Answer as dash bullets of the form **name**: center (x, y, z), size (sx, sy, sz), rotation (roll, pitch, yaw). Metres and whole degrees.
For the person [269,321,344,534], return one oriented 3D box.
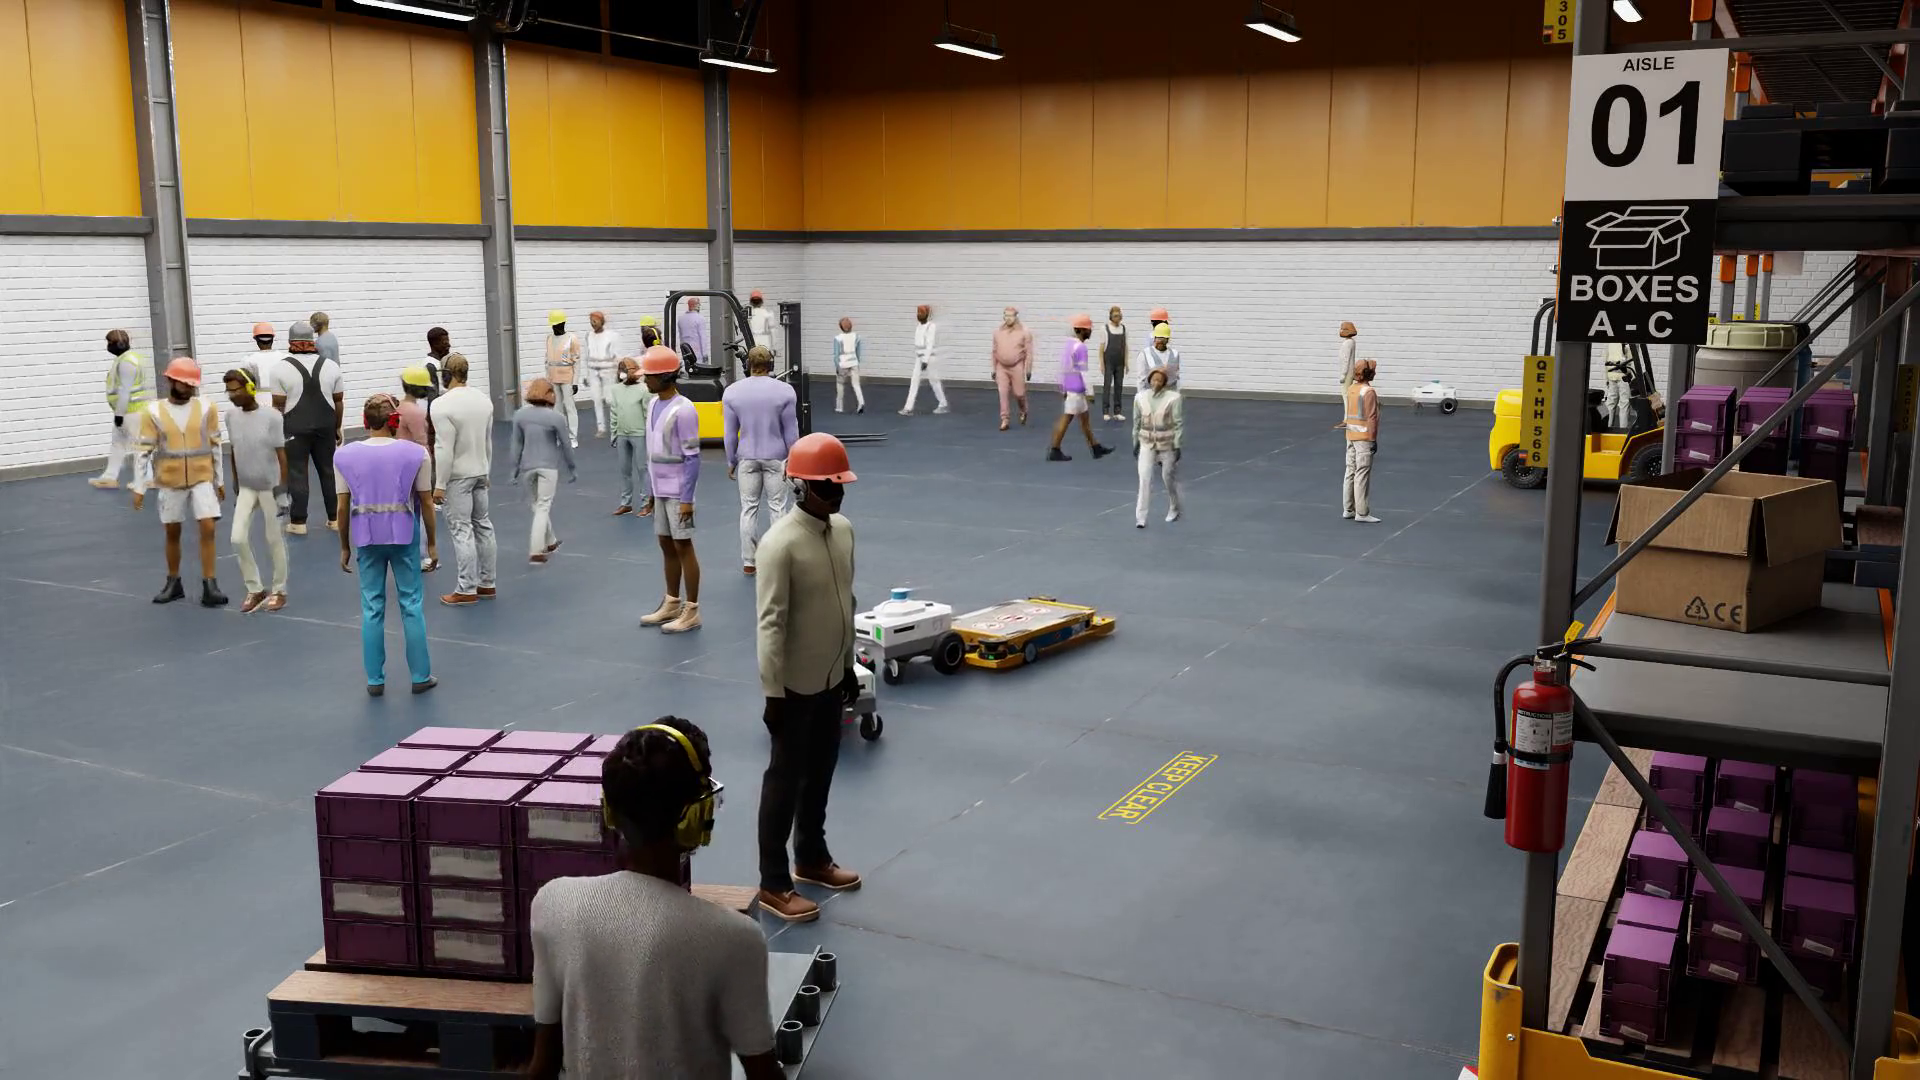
- **person**: center (-6.312, -1.090, 16.040), size (0.688, 2.000, 0.536), rotation (-8, 13, -40)

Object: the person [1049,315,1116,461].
- **person**: center (1.591, -1.960, 21.518), size (0.975, 1.883, 0.568), rotation (-2, 10, -10)

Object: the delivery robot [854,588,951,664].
- **delivery robot**: center (-0.385, 0.552, 10.562), size (0.477, 0.478, 0.707), rotation (9, 13, 42)

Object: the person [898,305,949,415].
- **person**: center (-0.582, -2.989, 27.683), size (0.966, 1.836, 0.581), rotation (-8, 12, -38)

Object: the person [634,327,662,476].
- **person**: center (-3.401, -1.395, 18.379), size (0.570, 1.878, 0.433), rotation (7, 12, 34)

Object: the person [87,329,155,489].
- **person**: center (-9.556, -1.459, 18.801), size (0.741, 1.819, 0.659), rotation (-5, 11, -28)

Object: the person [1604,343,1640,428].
- **person**: center (9.501, -2.333, 23.832), size (0.403, 1.835, 0.586), rotation (-5, 11, -25)

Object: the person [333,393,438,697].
- **person**: center (-3.471, 0.037, 10.089), size (0.569, 1.840, 0.374), rotation (-2, 10, -11)

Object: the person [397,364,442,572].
- **person**: center (-4.616, -0.615, 14.120), size (0.364, 1.753, 0.554), rotation (-5, 11, -28)

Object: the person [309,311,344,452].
- **person**: center (-8.221, -2.001, 21.611), size (0.355, 1.936, 0.635), rotation (-2, 10, -11)

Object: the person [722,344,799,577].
- **person**: center (-1.643, -0.653, 13.806), size (0.628, 1.940, 0.373), rotation (0, 10, 2)

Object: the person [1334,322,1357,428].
- **person**: center (5.955, -2.544, 25.635), size (0.279, 1.633, 0.505), rotation (4, 11, 22)

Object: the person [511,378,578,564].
- **person**: center (-3.612, -0.617, 14.562), size (0.521, 1.592, 0.811), rotation (3, 10, 15)

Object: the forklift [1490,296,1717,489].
- **forklift**: center (7.296, -1.677, 18.993), size (2.313, 2.155, 1.214), rotation (5, 11, 27)

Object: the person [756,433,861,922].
- **person**: center (-0.595, 0.548, 6.756), size (0.427, 1.981, 0.635), rotation (5, 11, 25)

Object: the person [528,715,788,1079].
- **person**: center (-0.550, 1.234, 3.246), size (0.550, 1.815, 0.999), rotation (5, 11, 25)

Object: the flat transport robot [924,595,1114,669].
- **flat transport robot**: center (0.400, 0.610, 11.317), size (0.652, 0.197, 1.431), rotation (7, 12, 36)

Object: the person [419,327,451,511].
- **person**: center (-5.485, -1.269, 17.431), size (0.375, 1.917, 0.592), rotation (-2, 10, -10)

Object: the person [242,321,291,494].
- **person**: center (-7.670, -1.457, 18.493), size (0.542, 1.930, 0.367), rotation (-7, 12, -34)

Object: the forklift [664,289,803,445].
- **forklift**: center (-3.358, -2.392, 23.136), size (2.313, 2.155, 1.214), rotation (-1, 10, -5)

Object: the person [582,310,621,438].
- **person**: center (-5.211, -2.432, 24.313), size (0.588, 1.867, 0.595), rotation (2, 10, 10)

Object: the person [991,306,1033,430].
- **person**: center (0.797, -2.631, 25.407), size (0.651, 1.889, 0.651), rotation (3, 10, 18)

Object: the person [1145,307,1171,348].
- **person**: center (2.722, -2.242, 23.007), size (0.373, 1.939, 0.545), rotation (-1, 10, -5)

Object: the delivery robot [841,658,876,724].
- **delivery robot**: center (-0.735, 0.774, 9.276), size (0.477, 0.478, 0.707), rotation (-4, 11, -24)

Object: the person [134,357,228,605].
- **person**: center (-5.914, -0.425, 12.609), size (0.638, 1.891, 0.766), rotation (-5, 11, -27)

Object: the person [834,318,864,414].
- **person**: center (-1.858, -2.917, 27.859), size (0.506, 1.611, 0.788), rotation (-5, 11, -25)

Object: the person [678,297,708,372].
- **person**: center (-4.686, -3.344, 29.481), size (0.649, 1.906, 0.403), rotation (8, 12, 38)

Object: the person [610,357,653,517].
- **person**: center (-3.356, -1.051, 16.991), size (0.509, 1.632, 0.268), rotation (5, 11, 25)

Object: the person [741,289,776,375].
- **person**: center (-3.669, -3.538, 30.257), size (0.640, 2.027, 0.667), rotation (-1, 10, -6)

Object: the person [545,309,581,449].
- **person**: center (-5.470, -2.200, 22.821), size (0.584, 1.918, 0.376), rotation (5, 11, 27)

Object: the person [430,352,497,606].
- **person**: center (-3.794, -0.461, 12.697), size (0.366, 1.938, 0.630), rotation (4, 11, 21)

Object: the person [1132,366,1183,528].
- **person**: center (1.961, -0.928, 16.408), size (0.559, 1.591, 0.870), rotation (4, 11, 23)

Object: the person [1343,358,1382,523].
- **person**: center (4.022, -0.996, 16.655), size (0.307, 1.641, 0.512), rotation (-3, 10, -14)

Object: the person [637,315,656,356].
- **person**: center (-4.663, -2.493, 24.963), size (0.326, 1.766, 0.536), rotation (-7, 12, -34)

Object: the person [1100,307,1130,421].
- **person**: center (2.477, -2.804, 26.607), size (0.502, 1.826, 0.469), rotation (-3, 10, -15)

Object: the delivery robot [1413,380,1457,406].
- **delivery robot**: center (7.993, -2.458, 27.984), size (0.707, 0.478, 0.477), rotation (3, 10, 17)

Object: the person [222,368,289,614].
- **person**: center (-5.217, -0.354, 12.361), size (0.543, 1.838, 0.583), rotation (1, 10, 6)

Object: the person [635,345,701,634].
- **person**: center (-2.063, -0.354, 11.784), size (0.395, 2.040, 0.609), rotation (-7, 12, -35)

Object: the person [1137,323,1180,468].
- **person**: center (2.481, -1.780, 20.649), size (0.591, 1.829, 0.404), rotation (-4, 10, -21)
